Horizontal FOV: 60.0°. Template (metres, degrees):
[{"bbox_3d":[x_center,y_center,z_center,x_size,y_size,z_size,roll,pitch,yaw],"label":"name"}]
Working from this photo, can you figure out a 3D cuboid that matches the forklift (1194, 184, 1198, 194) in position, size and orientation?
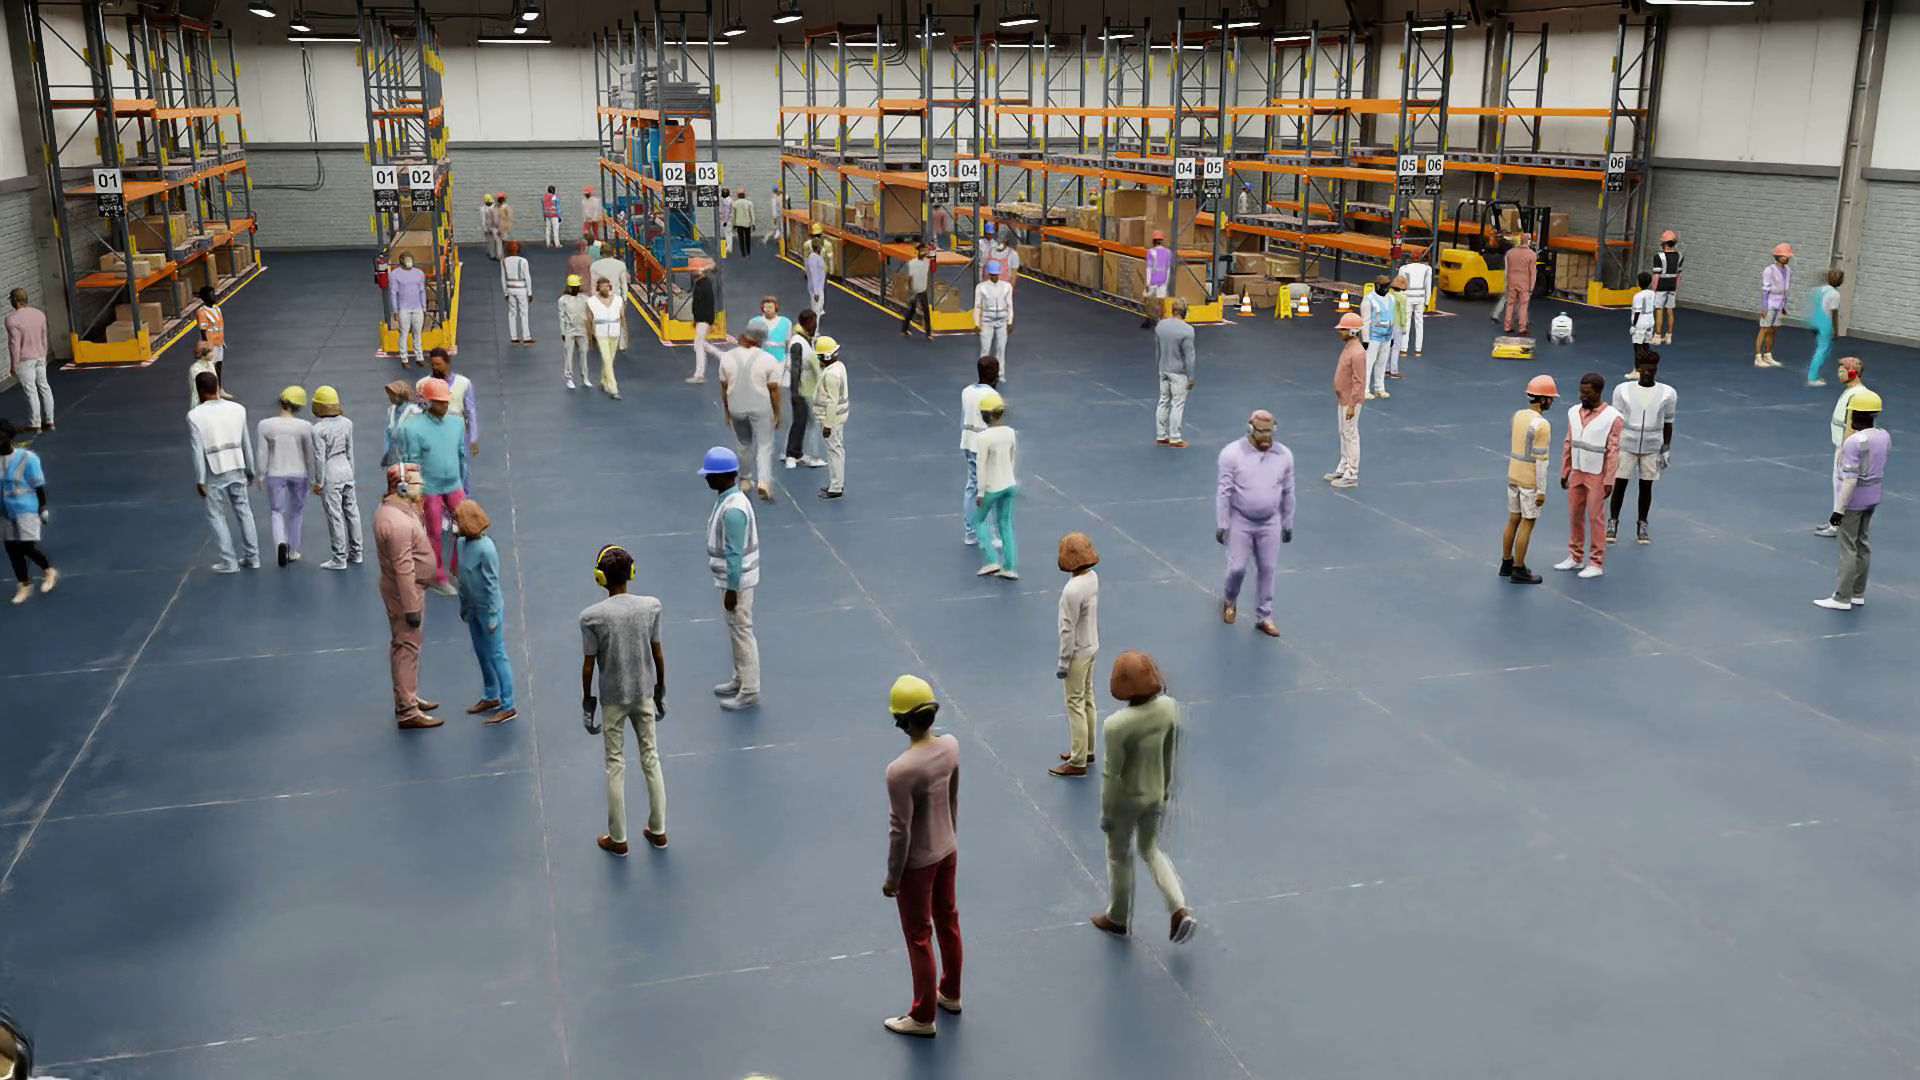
[{"bbox_3d":[7.392,-11.333,53.972,1.873,2.768,1.129,-4,15,-15],"label":"forklift"}]

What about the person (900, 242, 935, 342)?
[{"bbox_3d":[-0.787,-4.584,30.648,0.558,1.823,0.923,-10,18,-32],"label":"person"}]

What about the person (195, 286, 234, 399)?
[{"bbox_3d":[-10.973,-2.881,24.433,0.318,1.700,0.535,1,15,4],"label":"person"}]

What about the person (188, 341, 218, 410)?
[{"bbox_3d":[-8.822,-1.513,19.433,0.321,1.630,0.572,1,15,2],"label":"person"}]

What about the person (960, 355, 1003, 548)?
[{"bbox_3d":[0.217,-0.870,16.457,0.397,1.913,0.590,-10,18,-33],"label":"person"}]

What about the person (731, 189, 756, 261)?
[{"bbox_3d":[-5.989,-8.718,45.957,0.649,1.935,0.913,-3,15,-12],"label":"person"}]

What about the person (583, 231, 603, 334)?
[{"bbox_3d":[-6.929,-4.840,31.366,0.370,1.932,0.636,12,19,38],"label":"person"}]

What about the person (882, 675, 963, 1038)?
[{"bbox_3d":[-0.198,1.489,7.874,0.335,1.759,0.529,10,18,33],"label":"person"}]

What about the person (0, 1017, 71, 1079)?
[{"bbox_3d":[-2.648,2.256,4.683,0.655,1.914,0.801,-6,16,-23],"label":"person"}]

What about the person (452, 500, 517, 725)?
[{"bbox_3d":[-3.413,0.504,11.843,0.303,1.626,0.505,-13,20,-40],"label":"person"}]

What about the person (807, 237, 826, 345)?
[{"bbox_3d":[-2.572,-4.487,30.015,0.357,1.938,0.638,0,15,0],"label":"person"}]

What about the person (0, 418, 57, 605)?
[{"bbox_3d":[-8.267,-0.252,14.573,0.531,1.687,0.374,2,15,6],"label":"person"}]

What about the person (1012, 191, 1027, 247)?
[{"bbox_3d":[1.726,-9.013,47.292,0.588,1.810,0.466,-5,16,-19],"label":"person"}]

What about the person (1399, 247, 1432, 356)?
[{"bbox_3d":[7.816,-4.105,28.684,0.584,1.882,0.347,-1,15,-3],"label":"person"}]

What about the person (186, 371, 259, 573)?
[{"bbox_3d":[-6.916,-0.641,15.638,0.437,1.897,0.631,10,18,33],"label":"person"}]

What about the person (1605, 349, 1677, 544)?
[{"bbox_3d":[6.784,-0.935,16.598,0.608,1.965,0.370,5,16,17],"label":"person"}]

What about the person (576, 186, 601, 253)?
[{"bbox_3d":[-10.524,-9.026,47.094,0.607,1.941,0.967,6,16,22],"label":"person"}]

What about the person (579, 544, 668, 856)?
[{"bbox_3d":[-1.961,0.939,9.755,0.514,1.862,0.321,-8,17,-27],"label":"person"}]

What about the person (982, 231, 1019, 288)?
[{"bbox_3d":[0.703,-4.730,30.735,0.732,2.000,0.726,4,15,13],"label":"person"}]

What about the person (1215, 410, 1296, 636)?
[{"bbox_3d":[2.449,-0.154,13.797,0.687,1.893,0.451,-2,15,-6],"label":"person"}]

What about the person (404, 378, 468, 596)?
[{"bbox_3d":[-4.619,-0.462,14.805,0.454,1.978,0.619,14,20,42],"label":"person"}]

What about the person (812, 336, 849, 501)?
[{"bbox_3d":[-1.437,-1.349,18.432,0.403,1.823,0.588,1,15,3],"label":"person"}]

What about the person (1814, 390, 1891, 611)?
[{"bbox_3d":[7.760,-0.341,14.438,0.595,1.925,0.372,-10,18,-34],"label":"person"}]

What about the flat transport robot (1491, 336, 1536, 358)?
[{"bbox_3d":[9.677,-3.373,29.020,0.652,0.197,1.431,6,16,21],"label":"flat transport robot"}]

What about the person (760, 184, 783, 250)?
[{"bbox_3d":[-5.439,-9.472,48.836,0.884,1.920,0.625,4,15,14],"label":"person"}]

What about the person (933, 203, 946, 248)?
[{"bbox_3d":[-0.644,-8.301,44.806,0.533,1.718,0.954,-4,15,-13],"label":"person"}]

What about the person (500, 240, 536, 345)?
[{"bbox_3d":[-7.975,-4.454,30.000,0.573,1.883,0.355,5,16,16],"label":"person"}]

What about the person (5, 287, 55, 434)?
[{"bbox_3d":[-12.374,-2.382,22.096,0.372,1.940,0.631,3,15,11],"label":"person"}]

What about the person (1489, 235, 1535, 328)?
[{"bbox_3d":[10.798,-5.054,32.442,0.608,1.796,0.915,-12,19,-38],"label":"person"}]

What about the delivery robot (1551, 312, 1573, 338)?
[{"bbox_3d":[10.974,-3.904,30.297,0.477,0.478,0.707,6,16,21],"label":"delivery robot"}]

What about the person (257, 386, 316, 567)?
[{"bbox_3d":[-6.352,-0.586,15.749,0.564,1.722,0.672,-5,16,-17],"label":"person"}]

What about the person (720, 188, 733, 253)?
[{"bbox_3d":[-6.742,-9.220,48.016,0.429,1.844,0.625,0,15,-1],"label":"person"}]

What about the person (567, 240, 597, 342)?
[{"bbox_3d":[-6.831,-4.542,30.436,0.679,1.875,0.917,9,18,32],"label":"person"}]

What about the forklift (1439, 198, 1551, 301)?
[{"bbox_3d":[11.913,-6.508,37.130,2.313,2.155,1.214,-4,15,-15],"label":"forklift"}]

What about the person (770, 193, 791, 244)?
[{"bbox_3d":[-5.459,-9.907,50.637,0.645,1.821,0.609,1,15,4],"label":"person"}]

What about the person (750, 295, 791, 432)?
[{"bbox_3d":[-2.543,-2.413,22.461,0.565,1.819,0.799,0,15,0],"label":"person"}]

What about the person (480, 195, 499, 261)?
[{"bbox_3d":[-12.869,-8.542,45.535,0.464,1.805,0.613,5,16,18],"label":"person"}]
